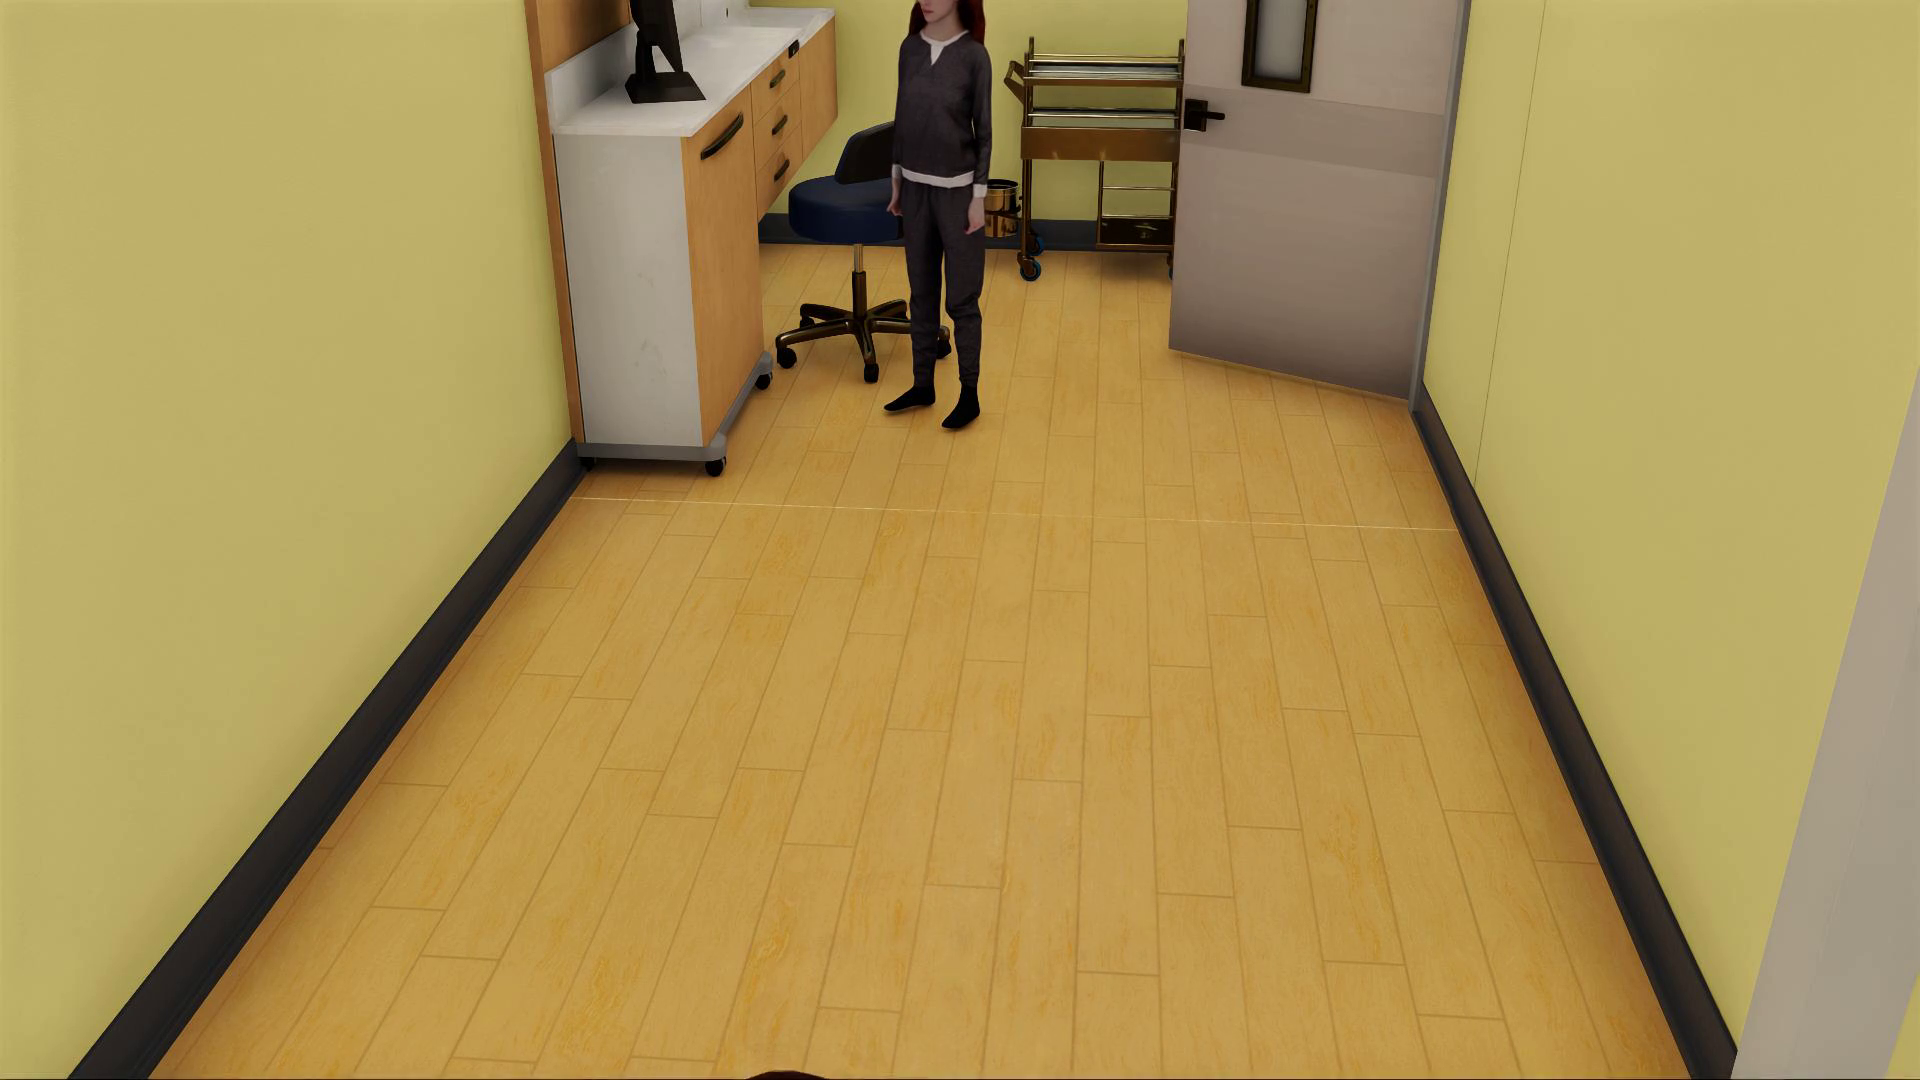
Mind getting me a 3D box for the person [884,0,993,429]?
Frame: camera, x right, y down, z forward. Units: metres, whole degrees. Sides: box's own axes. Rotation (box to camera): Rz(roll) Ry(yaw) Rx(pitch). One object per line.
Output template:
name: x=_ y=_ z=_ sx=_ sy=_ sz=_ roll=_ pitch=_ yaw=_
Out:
person: x=-0.067 y=-1.307 z=6.292 sx=0.615 sy=1.782 sz=0.719 roll=19 pitch=31 yaw=33
